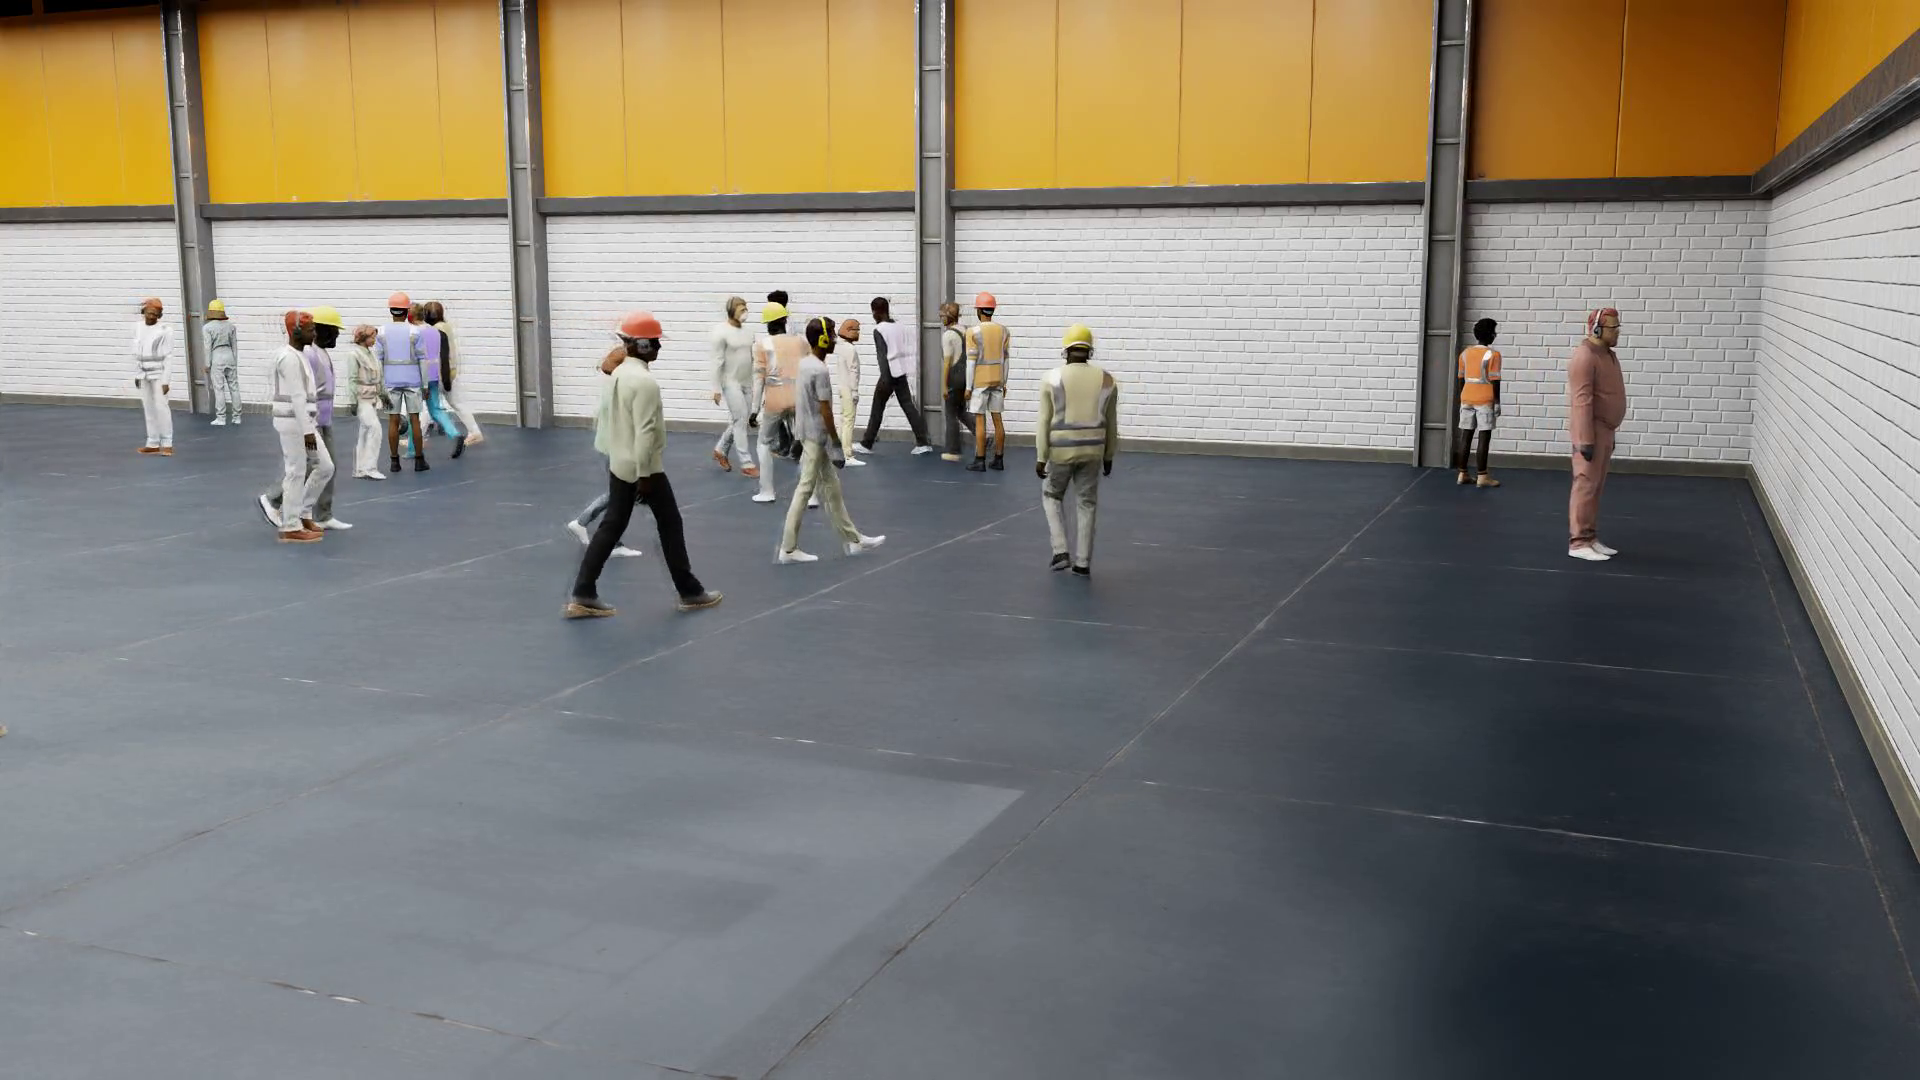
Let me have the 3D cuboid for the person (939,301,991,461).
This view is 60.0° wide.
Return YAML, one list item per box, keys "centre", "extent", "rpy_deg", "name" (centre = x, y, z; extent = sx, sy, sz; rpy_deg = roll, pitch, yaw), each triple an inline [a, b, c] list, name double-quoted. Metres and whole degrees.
- centre: [0.022, -1.775, 18.754]
  extent: [0.563, 1.825, 0.557]
  rpy_deg: [7, 12, 37]
  name: "person"

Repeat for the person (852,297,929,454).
- centre: [-0.813, -1.920, 19.561]
  extent: [1.044, 1.850, 0.662]
  rpy_deg: [5, 11, 28]
  name: "person"

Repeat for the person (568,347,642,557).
- centre: [-2.684, -0.659, 12.616]
  extent: [0.473, 1.612, 0.525]
  rpy_deg: [-3, 10, -16]
  name: "person"

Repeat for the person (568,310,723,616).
- centre: [-2.056, -0.478, 10.545]
  extent: [1.016, 1.947, 0.633]
  rpy_deg: [-6, 11, -34]
  name: "person"

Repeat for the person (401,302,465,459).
- centre: [-6.069, -1.799, 18.957]
  extent: [0.785, 1.821, 0.569]
  rpy_deg: [6, 11, 31]
  name: "person"

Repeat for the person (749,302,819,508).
- centre: [-1.636, -1.237, 15.315]
  extent: [0.695, 1.877, 0.792]
  rpy_deg: [-6, 11, -33]
  name: "person"

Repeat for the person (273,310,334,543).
- centre: [-5.272, -0.898, 13.320]
  extent: [0.450, 1.871, 0.575]
  rpy_deg: [-1, 9, -8]
  name: "person"

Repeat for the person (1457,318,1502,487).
- centre: [5.241, -1.381, 16.749]
  extent: [0.317, 1.695, 0.540]
  rpy_deg: [-5, 11, -27]
  name: "person"

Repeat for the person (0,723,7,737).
- centre: [-5.020, -0.008, 7.684]
  extent: [0.935, 1.957, 0.622]
  rpy_deg: [-2, 10, -10]
  name: "person"

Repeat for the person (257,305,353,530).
- centre: [-5.444, -1.001, 13.860]
  extent: [0.699, 1.893, 0.618]
  rpy_deg: [-1, 9, -7]
  name: "person"

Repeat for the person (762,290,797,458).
- centre: [-2.052, -1.893, 19.105]
  extent: [0.498, 1.940, 0.649]
  rpy_deg: [-3, 10, -17]
  name: "person"

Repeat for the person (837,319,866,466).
- centre: [-1.228, -1.646, 18.548]
  extent: [0.274, 1.631, 0.507]
  rpy_deg: [-3, 10, -19]
  name: "person"

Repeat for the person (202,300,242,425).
- centre: [-10.352, -2.484, 23.295]
  extent: [0.309, 1.744, 0.485]
  rpy_deg: [7, 12, 38]
  name: "person"

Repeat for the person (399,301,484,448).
- centre: [-6.355, -2.022, 20.373]
  extent: [1.001, 1.797, 0.620]
  rpy_deg: [-2, 9, -9]
  name: "person"

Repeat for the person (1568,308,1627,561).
- centre: [4.831, -0.801, 12.619]
  extent: [0.402, 1.906, 0.645]
  rpy_deg: [7, 12, 36]
  name: "person"

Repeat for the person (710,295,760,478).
- centre: [-2.386, -1.631, 17.622]
  extent: [0.858, 1.915, 0.644]
  rpy_deg: [6, 11, 32]
  name: "person"

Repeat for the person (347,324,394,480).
- centre: [-6.090, -1.421, 17.243]
  extent: [0.550, 1.617, 0.507]
  rpy_deg: [1, 9, 4]
  name: "person"

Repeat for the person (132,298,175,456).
- centre: [-9.452, -1.892, 19.417]
  extent: [0.745, 1.858, 0.340]
  rpy_deg: [4, 10, 23]
  name: "person"

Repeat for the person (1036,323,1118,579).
- centre: [0.816, -0.632, 11.850]
  extent: [0.616, 1.811, 0.496]
  rpy_deg: [-2, 10, -12]
  name: "person"

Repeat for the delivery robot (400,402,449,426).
- centre: [-7.045, -1.700, 21.852]
  extent: [0.707, 0.478, 0.477]
  rpy_deg: [6, 11, 34]
  name: "delivery robot"

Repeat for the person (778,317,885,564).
- centre: [-0.955, -0.734, 12.429]
  extent: [0.926, 1.821, 0.562]
  rpy_deg: [-3, 10, -18]
  name: "person"

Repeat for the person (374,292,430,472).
- centre: [-6.006, -1.697, 17.934]
  extent: [0.551, 1.936, 0.356]
  rpy_deg: [-2, 10, -10]
  name: "person"

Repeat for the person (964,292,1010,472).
- centre: [0.277, -1.704, 17.979]
  extent: [0.543, 1.939, 0.355]
  rpy_deg: [-6, 11, -31]
  name: "person"
